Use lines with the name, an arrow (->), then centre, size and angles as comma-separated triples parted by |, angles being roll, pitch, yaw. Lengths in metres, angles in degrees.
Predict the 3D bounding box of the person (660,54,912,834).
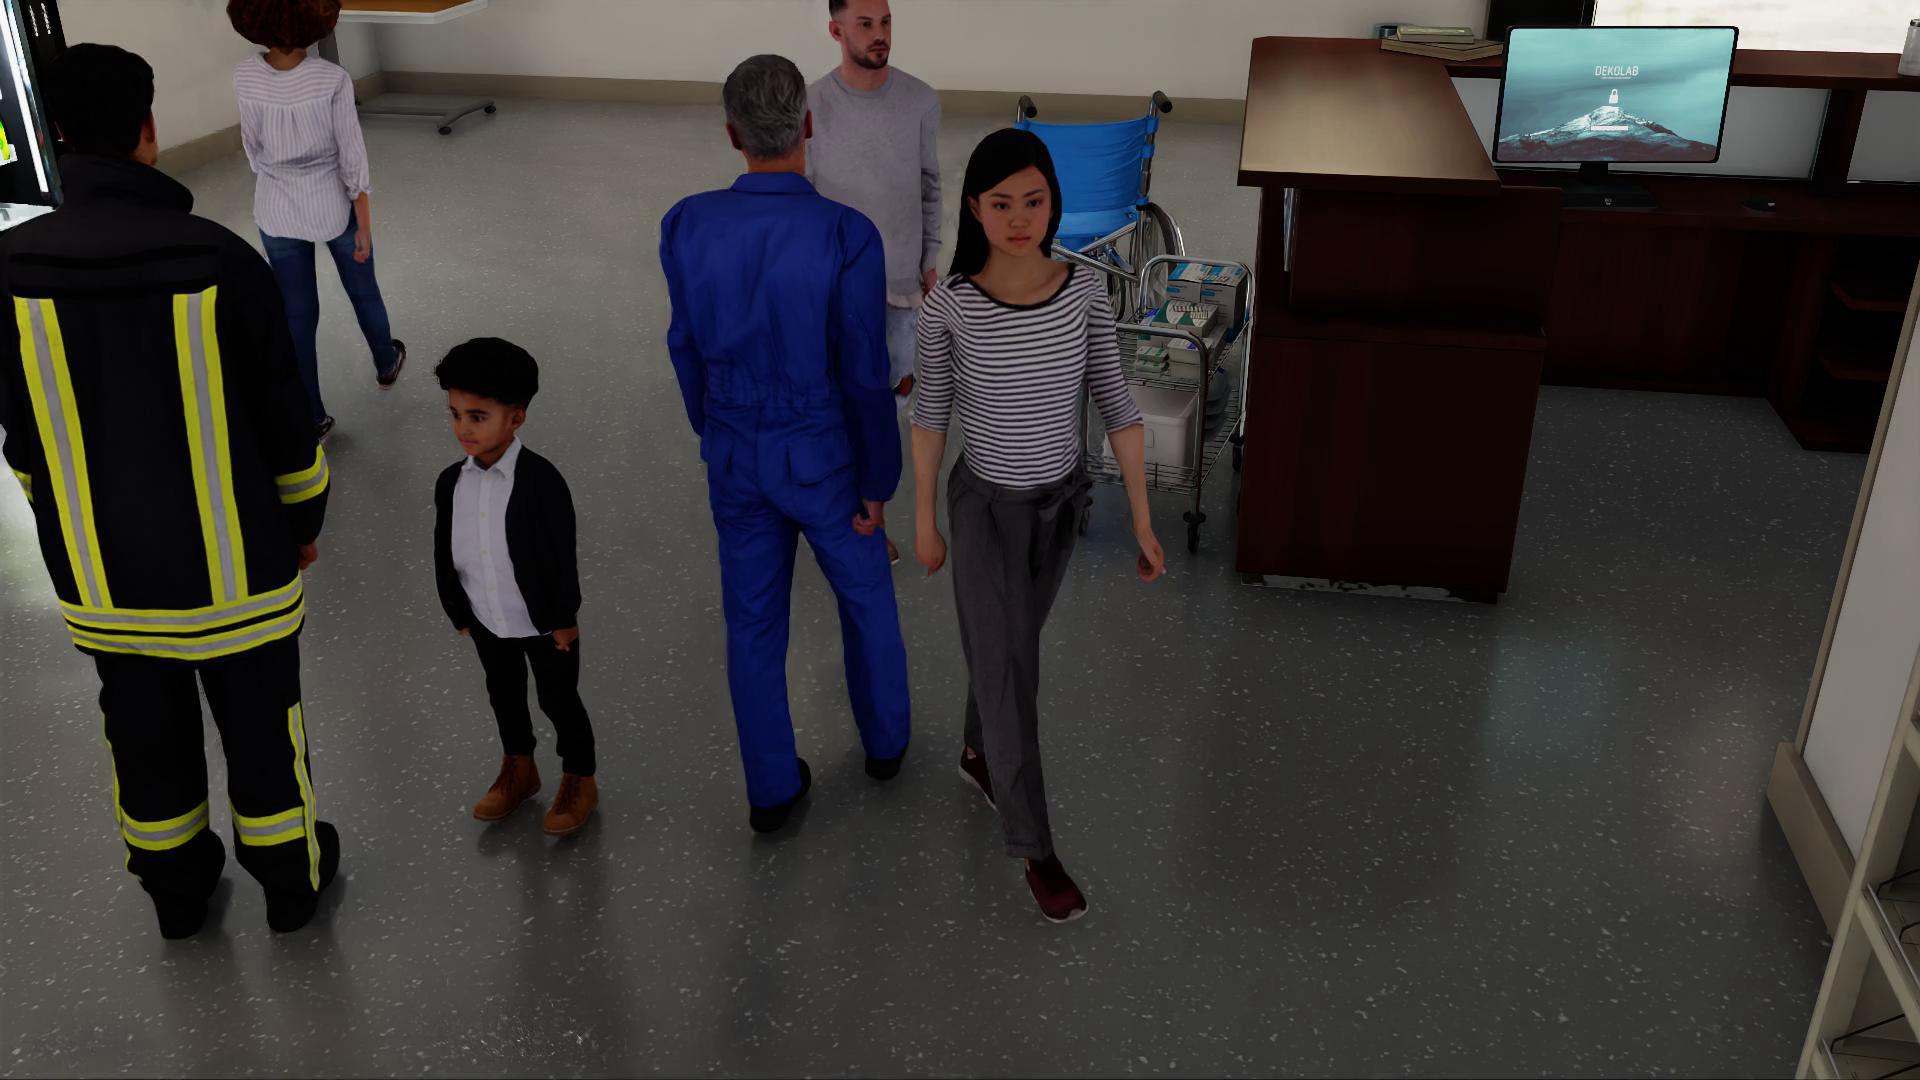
person -> -0.429, -0.141, 3.786 | 0.758, 1.809, 0.814 | 7, 27, 14

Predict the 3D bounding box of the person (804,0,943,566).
person -> -0.333, -0.842, 5.238 | 1.016, 1.811, 1.103 | -11, 28, -21

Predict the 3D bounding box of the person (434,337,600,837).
person -> -1.033, 0.113, 3.888 | 0.528, 1.224, 0.512 | 9, 27, 17

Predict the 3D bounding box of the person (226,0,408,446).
person -> -2.403, -1.165, 6.066 | 0.825, 1.673, 1.137 | -3, 26, -5

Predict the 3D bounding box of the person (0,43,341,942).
person -> -1.631, -0.029, 3.428 | 0.861, 1.919, 0.811 | -4, 26, -8

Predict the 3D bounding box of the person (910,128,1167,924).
person -> 0.087, -0.079, 3.782 | 0.955, 1.700, 1.112 | -11, 28, -22
